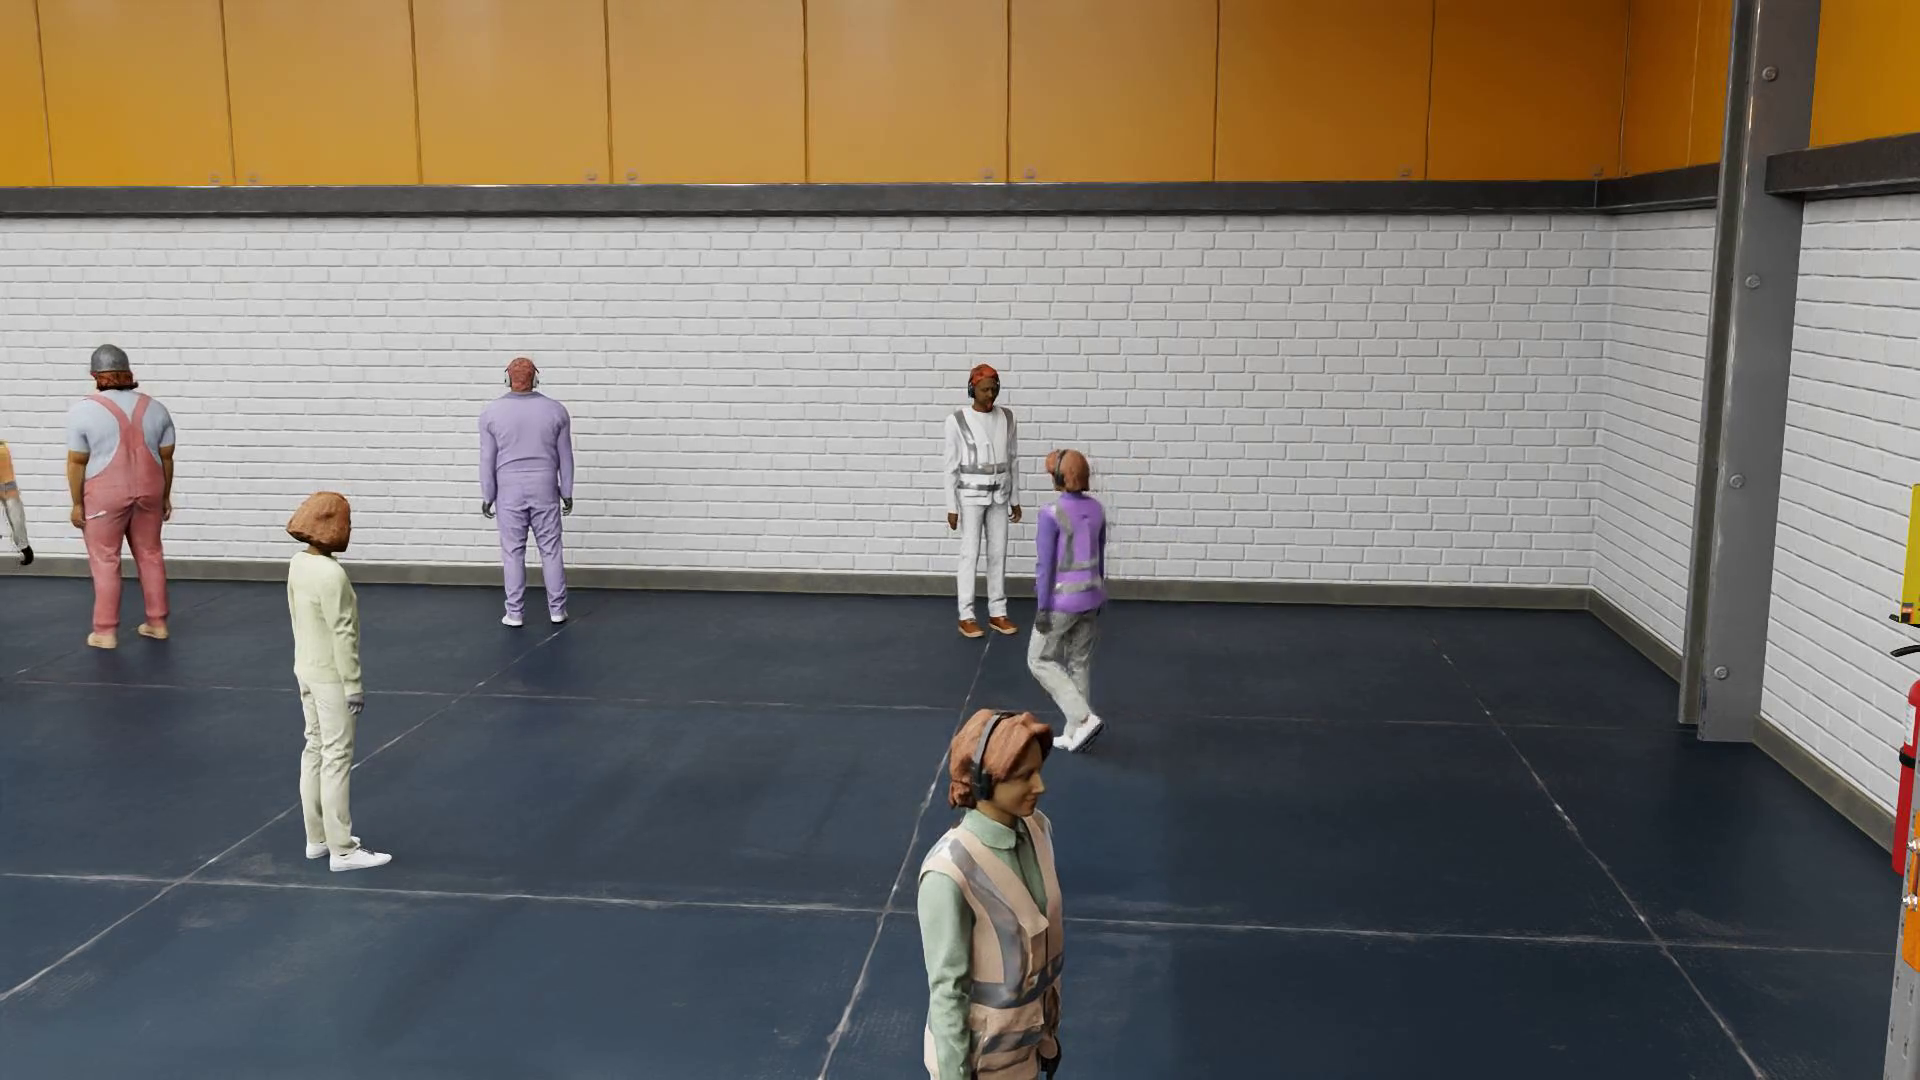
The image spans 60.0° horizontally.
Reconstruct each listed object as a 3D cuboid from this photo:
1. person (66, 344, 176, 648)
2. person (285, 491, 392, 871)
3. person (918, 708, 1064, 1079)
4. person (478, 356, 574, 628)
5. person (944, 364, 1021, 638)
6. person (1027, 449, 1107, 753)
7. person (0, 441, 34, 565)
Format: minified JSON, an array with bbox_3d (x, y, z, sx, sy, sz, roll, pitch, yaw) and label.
[{"bbox_3d":[-5.661,-0.312,11.198,0.535,2.000,0.684,8,12,37],"label":"person"},{"bbox_3d":[-2.700,0.599,7.146,0.282,1.633,0.499,-9,13,-42],"label":"person"},{"bbox_3d":[0.074,1.184,3.793,0.307,1.637,0.514,5,11,26],"label":"person"},{"bbox_3d":[-3.050,-0.335,11.716,0.652,1.906,0.402,-4,11,-22],"label":"person"},{"bbox_3d":[0.157,-0.269,11.426,0.586,1.879,0.357,-6,12,-31],"label":"person"},{"bbox_3d":[0.578,0.334,8.677,0.395,1.622,0.539,9,14,43],"label":"person"},{"bbox_3d":[-5.820,0.003,9.799,0.603,1.892,0.860,-1,10,-8],"label":"person"}]
